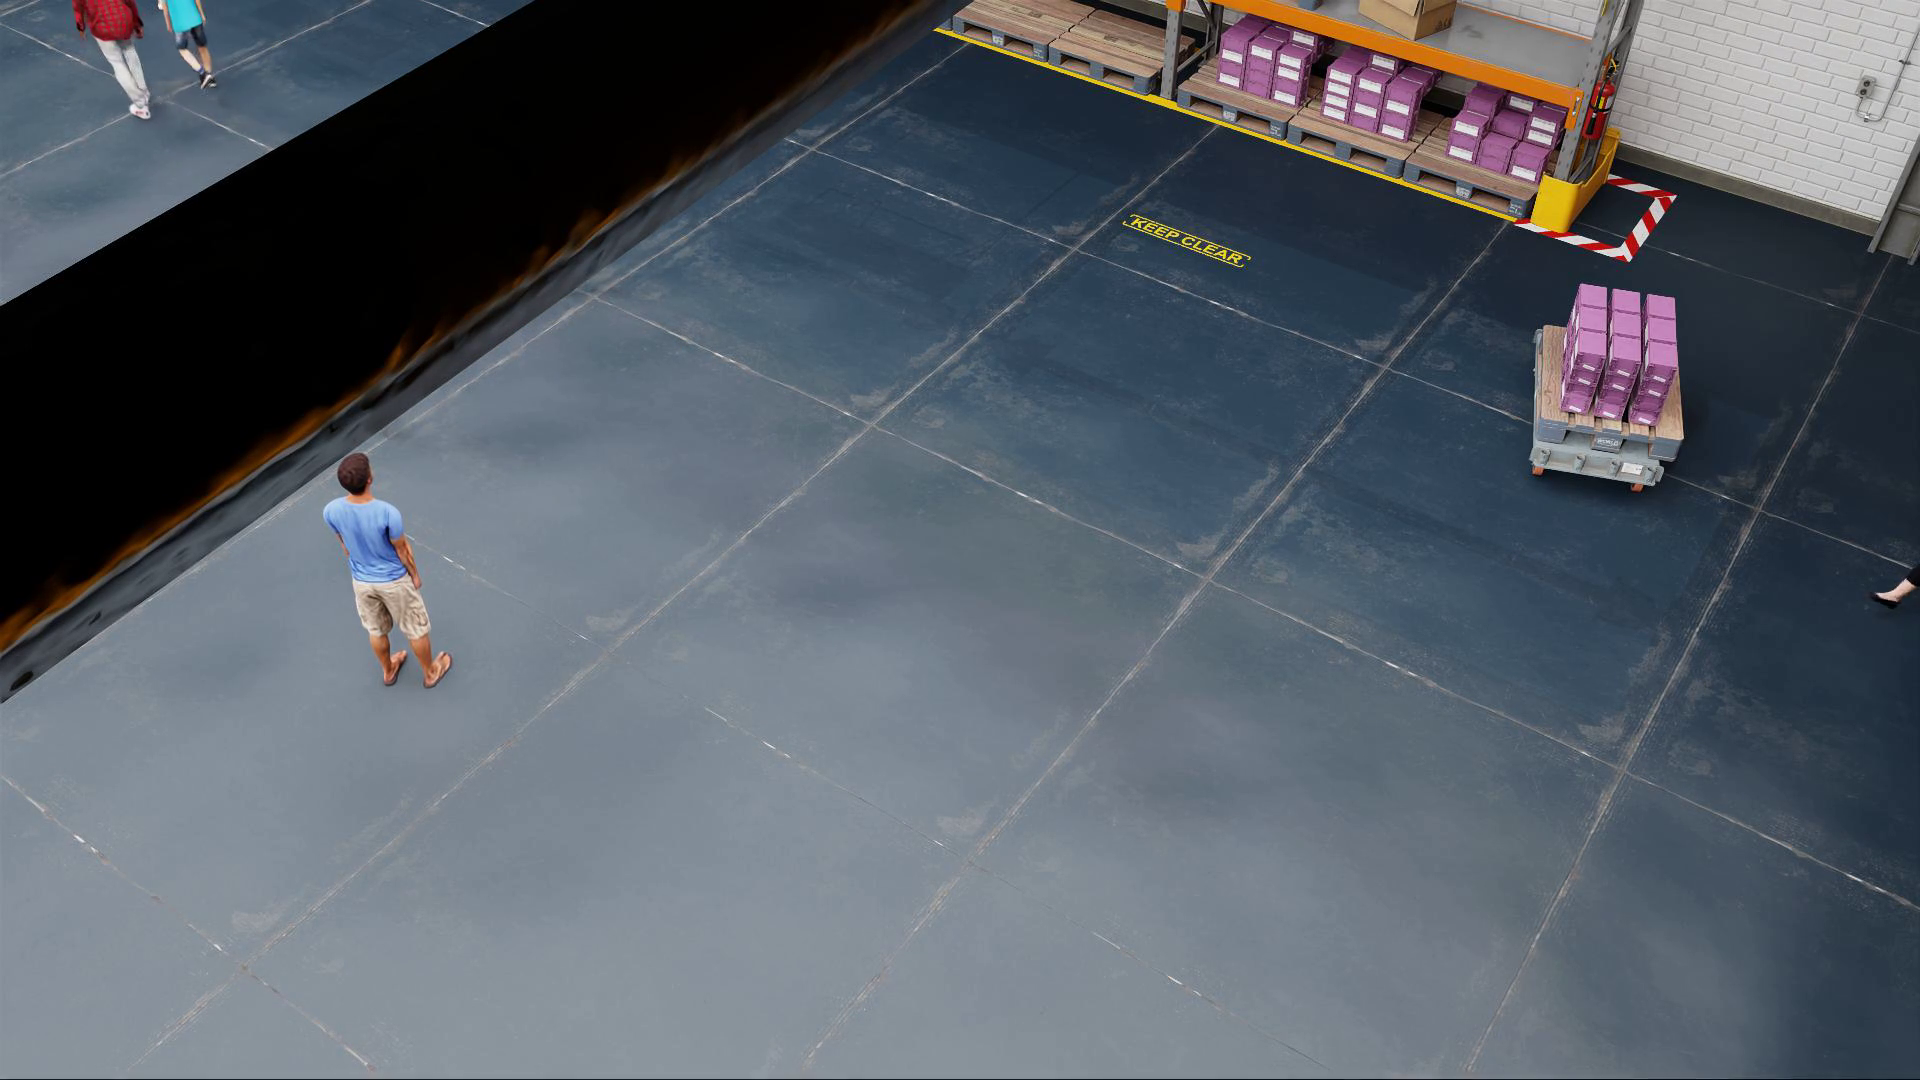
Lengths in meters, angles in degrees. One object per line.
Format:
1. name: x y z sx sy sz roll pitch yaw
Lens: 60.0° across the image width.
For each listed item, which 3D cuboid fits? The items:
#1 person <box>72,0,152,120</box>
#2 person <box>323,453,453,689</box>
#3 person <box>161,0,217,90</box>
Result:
1. person: -8.112 -4.908 15.973 0.793 1.798 0.862 -32 52 -29
2. person: -3.666 0.222 10.541 0.677 1.863 0.790 3 44 3
3. person: -7.641 -5.148 16.486 0.652 1.437 0.572 30 51 28
